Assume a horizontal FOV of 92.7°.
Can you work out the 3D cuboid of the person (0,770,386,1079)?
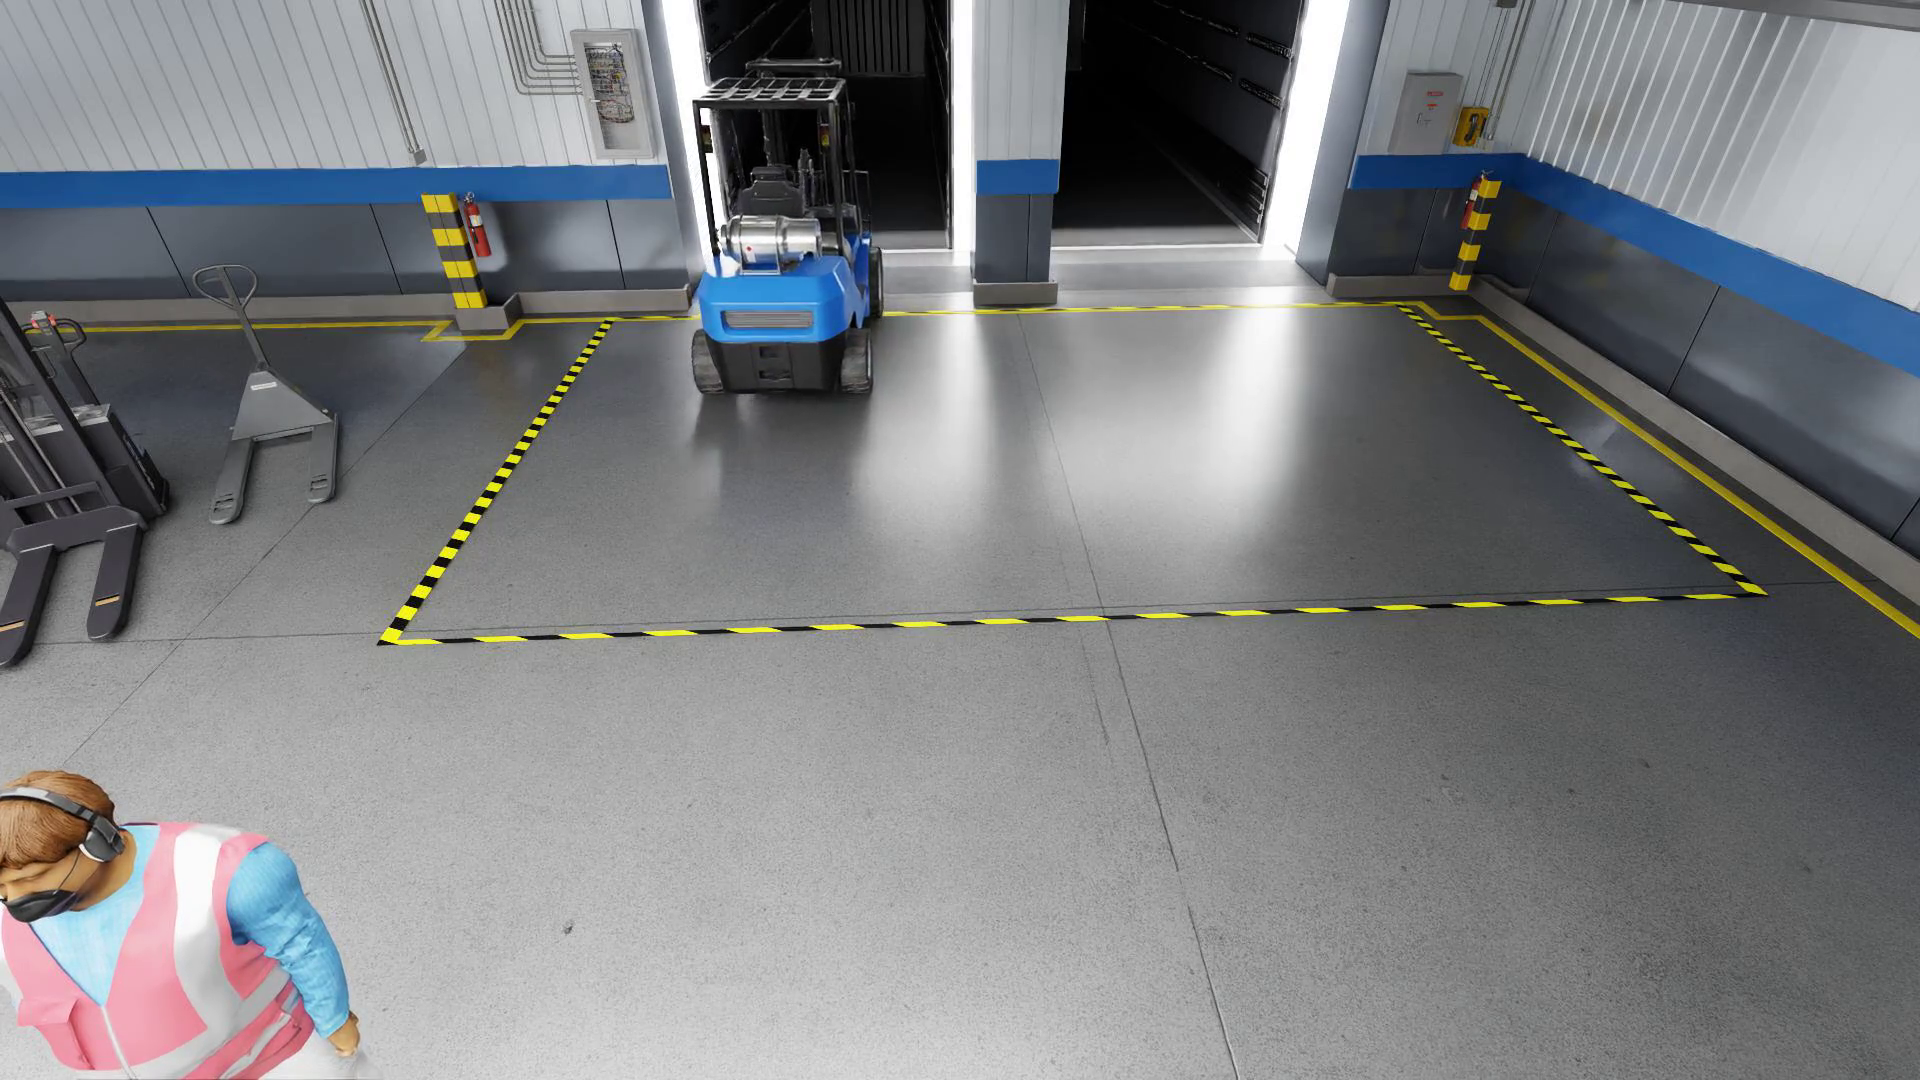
[{"bbox_3d":[-1.870,1.258,2.318,0.620,1.844,0.429,-8,36,-11],"label":"person"}]

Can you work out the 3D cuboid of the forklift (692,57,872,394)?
[{"bbox_3d":[-1.394,-2.652,7.485,1.157,2.036,2.680,0,35,0],"label":"forklift"}]

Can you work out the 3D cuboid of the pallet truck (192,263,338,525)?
[{"bbox_3d":[-4.778,-1.027,6.128,0.680,1.201,1.601,-17,38,-23],"label":"pallet truck"}]

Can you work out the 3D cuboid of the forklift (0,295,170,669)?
[{"bbox_3d":[-5.212,-0.618,4.878,0.823,1.965,1.885,-20,39,-26],"label":"forklift"}]
